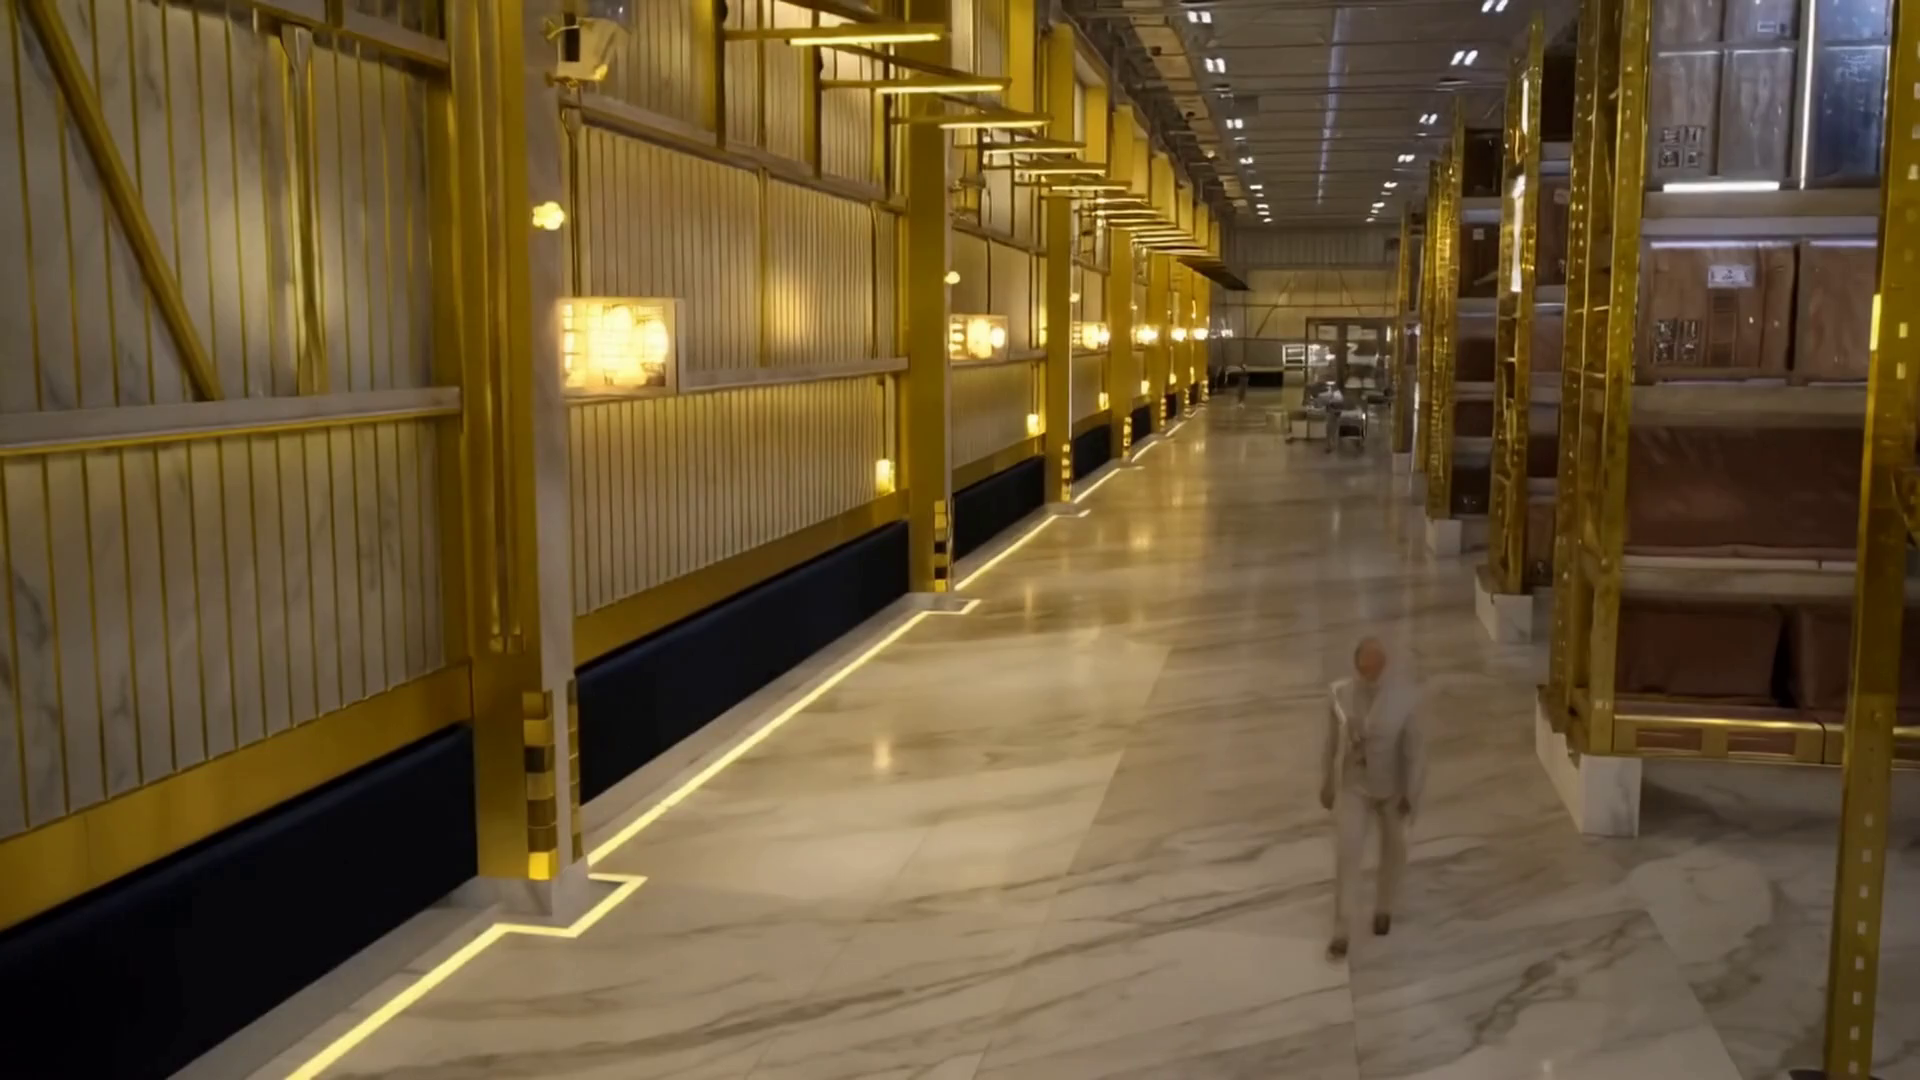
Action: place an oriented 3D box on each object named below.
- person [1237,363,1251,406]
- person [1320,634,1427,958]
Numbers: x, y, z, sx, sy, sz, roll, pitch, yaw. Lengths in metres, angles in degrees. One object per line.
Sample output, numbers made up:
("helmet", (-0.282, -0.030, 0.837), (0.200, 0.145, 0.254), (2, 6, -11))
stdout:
("person", (11.909, -6.510, 69.720), (0.627, 1.819, 0.425), (0, 7, 2))
("person", (2.049, 1.270, 8.293), (0.535, 1.601, 0.852), (3, 8, 20))
